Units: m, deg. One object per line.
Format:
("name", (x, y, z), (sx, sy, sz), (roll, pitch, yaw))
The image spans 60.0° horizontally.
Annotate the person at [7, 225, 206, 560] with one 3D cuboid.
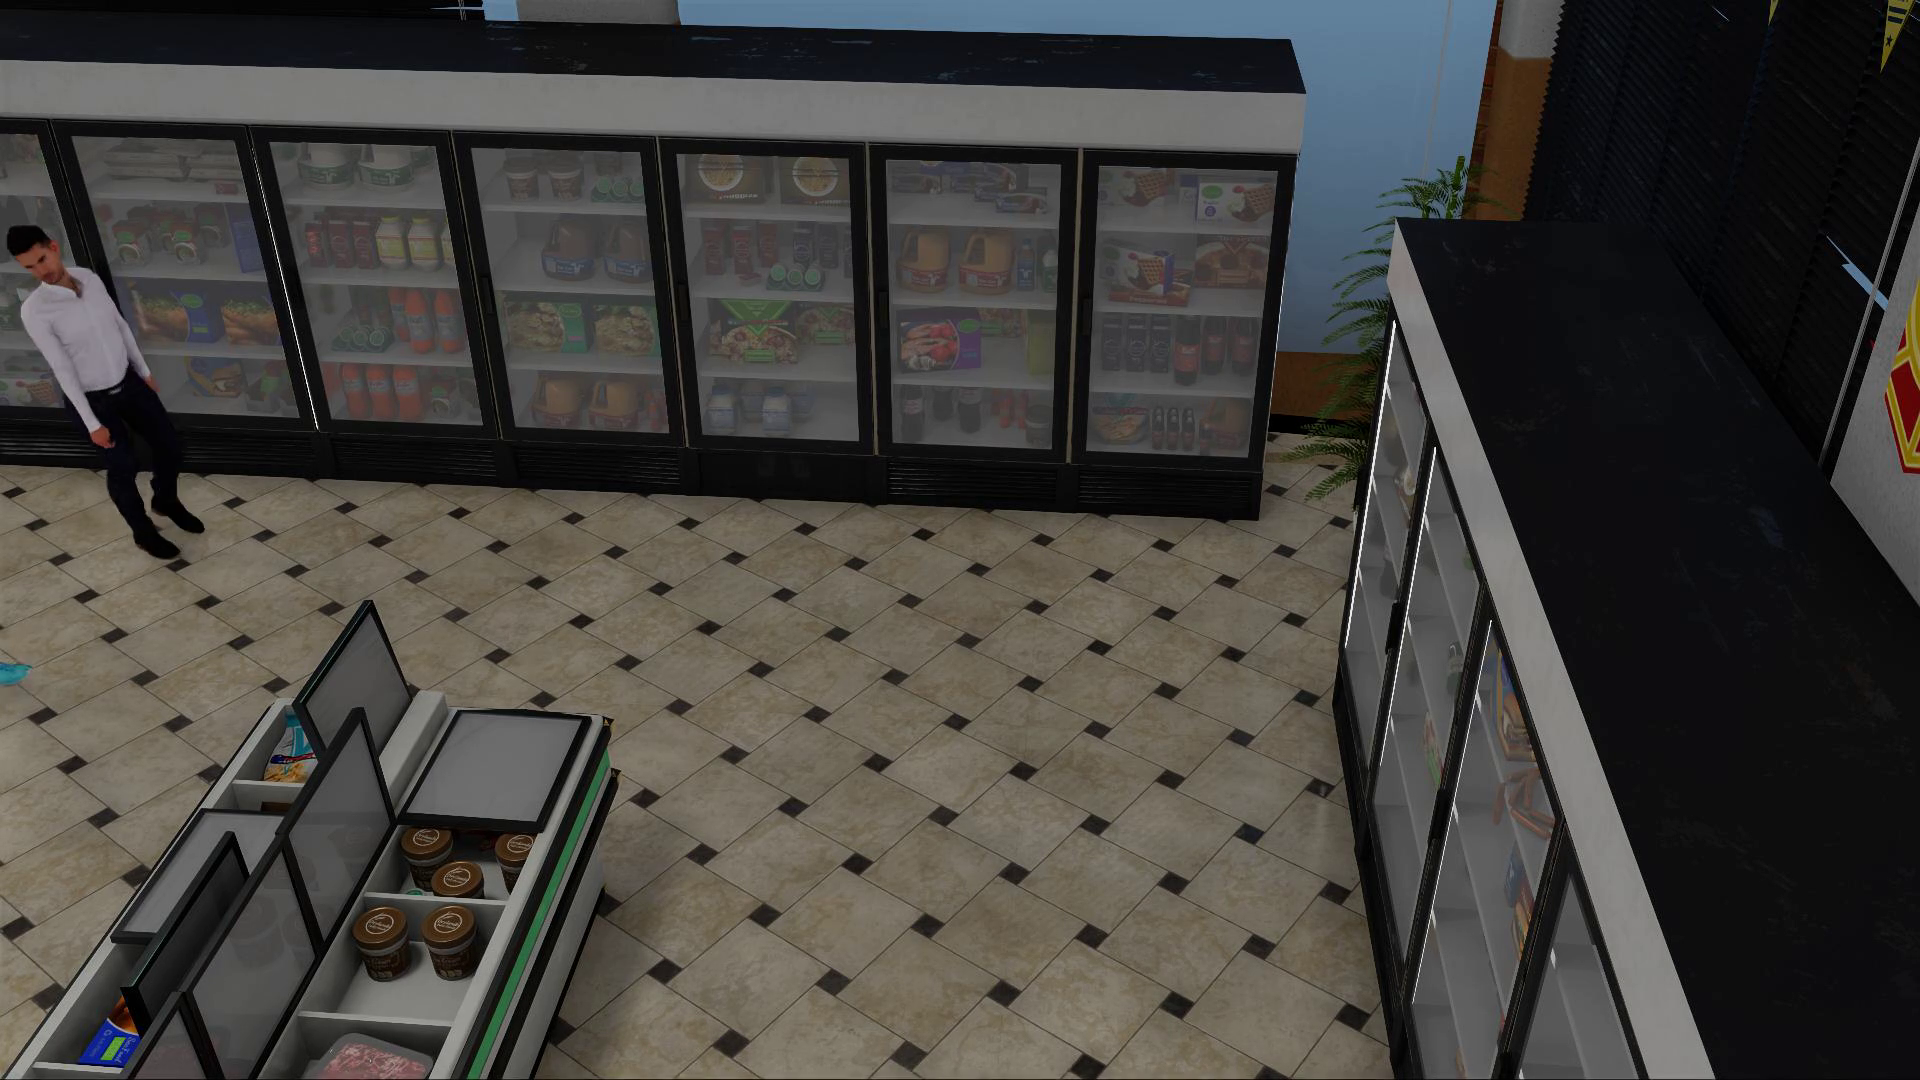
("person", (-4.156, -0.708, 8.081), (0.874, 1.828, 0.717), (7, 32, 10))
